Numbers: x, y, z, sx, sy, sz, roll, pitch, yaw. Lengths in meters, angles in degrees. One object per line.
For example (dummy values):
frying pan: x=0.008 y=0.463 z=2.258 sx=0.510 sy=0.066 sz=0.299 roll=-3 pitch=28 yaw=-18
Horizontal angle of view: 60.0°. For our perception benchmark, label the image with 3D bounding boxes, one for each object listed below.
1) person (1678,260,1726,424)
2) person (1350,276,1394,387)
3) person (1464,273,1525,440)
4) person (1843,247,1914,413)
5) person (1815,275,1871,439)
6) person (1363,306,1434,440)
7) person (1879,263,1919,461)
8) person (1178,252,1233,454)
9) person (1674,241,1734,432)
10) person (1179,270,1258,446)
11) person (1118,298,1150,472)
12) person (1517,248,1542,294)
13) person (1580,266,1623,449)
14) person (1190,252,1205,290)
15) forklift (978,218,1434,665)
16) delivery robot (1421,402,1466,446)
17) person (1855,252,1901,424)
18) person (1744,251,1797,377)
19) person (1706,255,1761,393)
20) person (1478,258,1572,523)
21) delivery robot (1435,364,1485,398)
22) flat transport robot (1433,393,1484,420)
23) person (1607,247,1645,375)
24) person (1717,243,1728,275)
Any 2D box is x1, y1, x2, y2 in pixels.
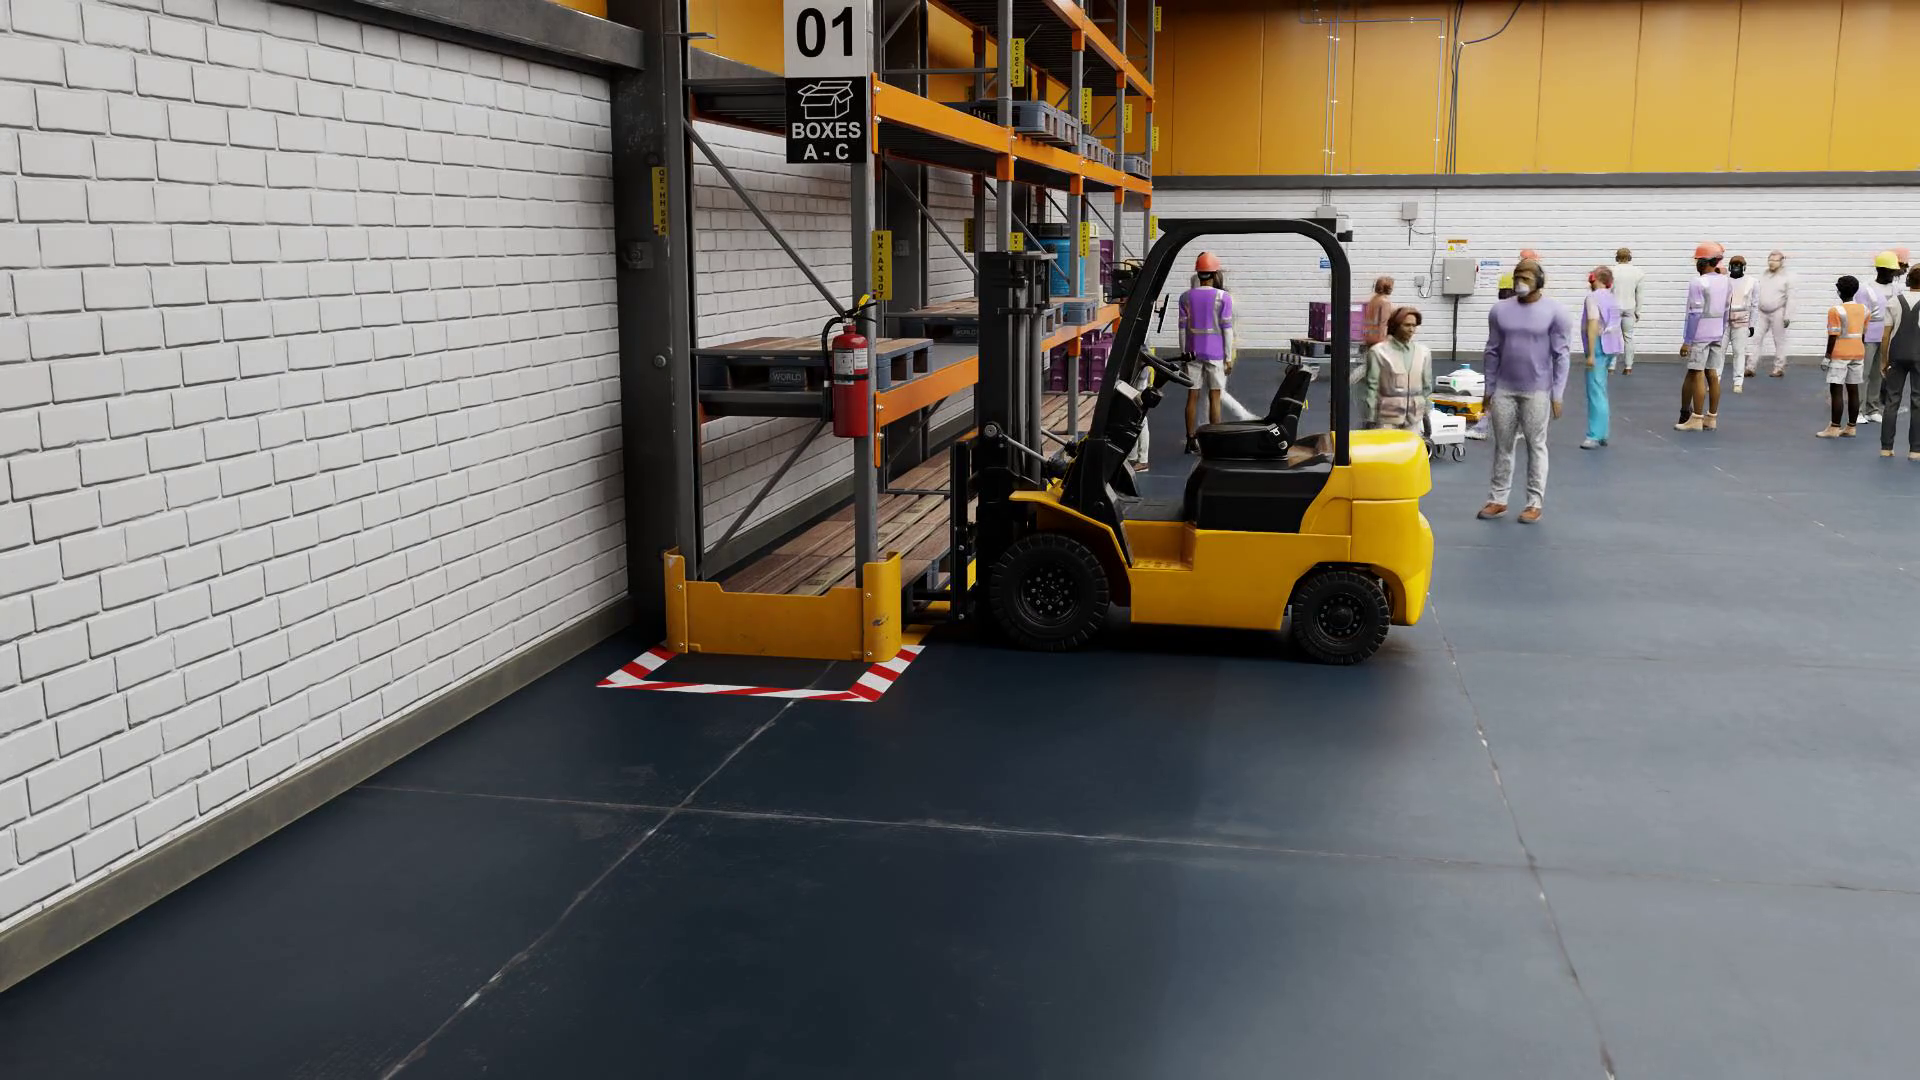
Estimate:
person: x=8.214 y=-2.222 z=18.413 sx=0.375 sy=1.935 sz=0.550 roll=5 pitch=12 yaw=28
person: x=5.168 y=-2.499 z=20.828 sx=0.739 sy=1.610 sz=0.543 roll=-1 pitch=10 yaw=-7
person: x=5.610 y=-1.876 z=17.116 sx=0.897 sy=1.715 sz=0.533 roll=1 pitch=10 yaw=5
person: x=11.032 y=-2.513 z=19.916 sx=0.627 sy=1.970 sz=0.730 roll=-10 pitch=14 yaw=-43
person: x=9.168 y=-1.891 z=17.252 sx=0.530 sy=1.696 sz=0.322 roll=-4 pitch=11 yaw=-21
person: x=3.073 y=-0.849 z=11.787 sx=0.522 sy=1.622 sz=0.510 roll=-3 pitch=11 yaw=-15
person: x=8.921 y=-1.665 z=15.609 sx=0.519 sy=1.844 sz=0.331 roll=9 pitch=14 yaw=42
person: x=2.367 y=-1.786 z=16.009 sx=0.544 sy=1.943 sz=0.347 roll=5 pitch=12 yaw=27
person: x=7.981 y=-2.178 z=17.867 sx=0.605 sy=2.048 sz=0.373 roll=-6 pitch=12 yaw=-29
person: x=2.595 y=-1.808 z=16.531 sx=0.720 sy=1.806 sz=0.657 roll=0 pitch=10 yaw=2
person: x=1.537 y=-1.422 z=14.857 sx=0.269 sy=1.632 sz=0.504 roll=-3 pitch=11 yaw=-15
person: x=8.694 y=-3.518 z=25.568 sx=0.443 sy=1.918 sz=0.540 roll=-6 pitch=12 yaw=-28
person: x=6.360 y=-1.820 z=16.585 sx=0.398 sy=1.808 sz=0.734 roll=9 pitch=14 yaw=40
person: x=3.511 y=-3.233 z=24.140 sx=0.507 sy=1.872 sz=0.329 roll=7 pitch=13 yaw=35
forklift: x=1.285 y=-0.567 z=8.635 sx=2.313 sy=2.155 sz=1.214 roll=2 pitch=11 yaw=11
delivery robot: x=4.356 y=-1.043 z=15.484 sx=0.707 sy=0.478 sz=0.477 roll=-5 pitch=11 yaw=-26
person: x=10.295 y=-2.262 z=18.660 sx=0.595 sy=1.923 sz=0.378 roll=-3 pitch=11 yaw=-18
person: x=12.003 y=-3.332 z=24.677 sx=0.940 sy=1.862 sz=0.665 roll=-7 pitch=13 yaw=-34
person: x=10.393 y=-2.901 z=22.392 sx=0.626 sy=1.846 sz=0.429 roll=7 pitch=12 yaw=33
person: x=4.140 y=-1.095 z=12.228 sx=0.635 sy=1.937 sz=0.357 roll=10 pitch=14 yaw=42
delivery robot: x=6.086 y=-1.880 z=20.070 sx=0.707 sy=0.478 sz=0.477 roll=-6 pitch=12 yaw=-31
flat transport robot: x=5.703 y=-1.565 z=19.380 sx=0.652 sy=0.197 sz=1.431 roll=-6 pitch=12 yaw=-30
person: x=10.007 y=-3.460 z=25.204 sx=0.629 sy=1.936 sz=0.372 roll=0 pitch=10 yaw=2
person: x=12.075 y=-3.769 z=26.732 sx=0.378 sy=1.995 sz=0.609 roll=0 pitch=10 yaw=-1
